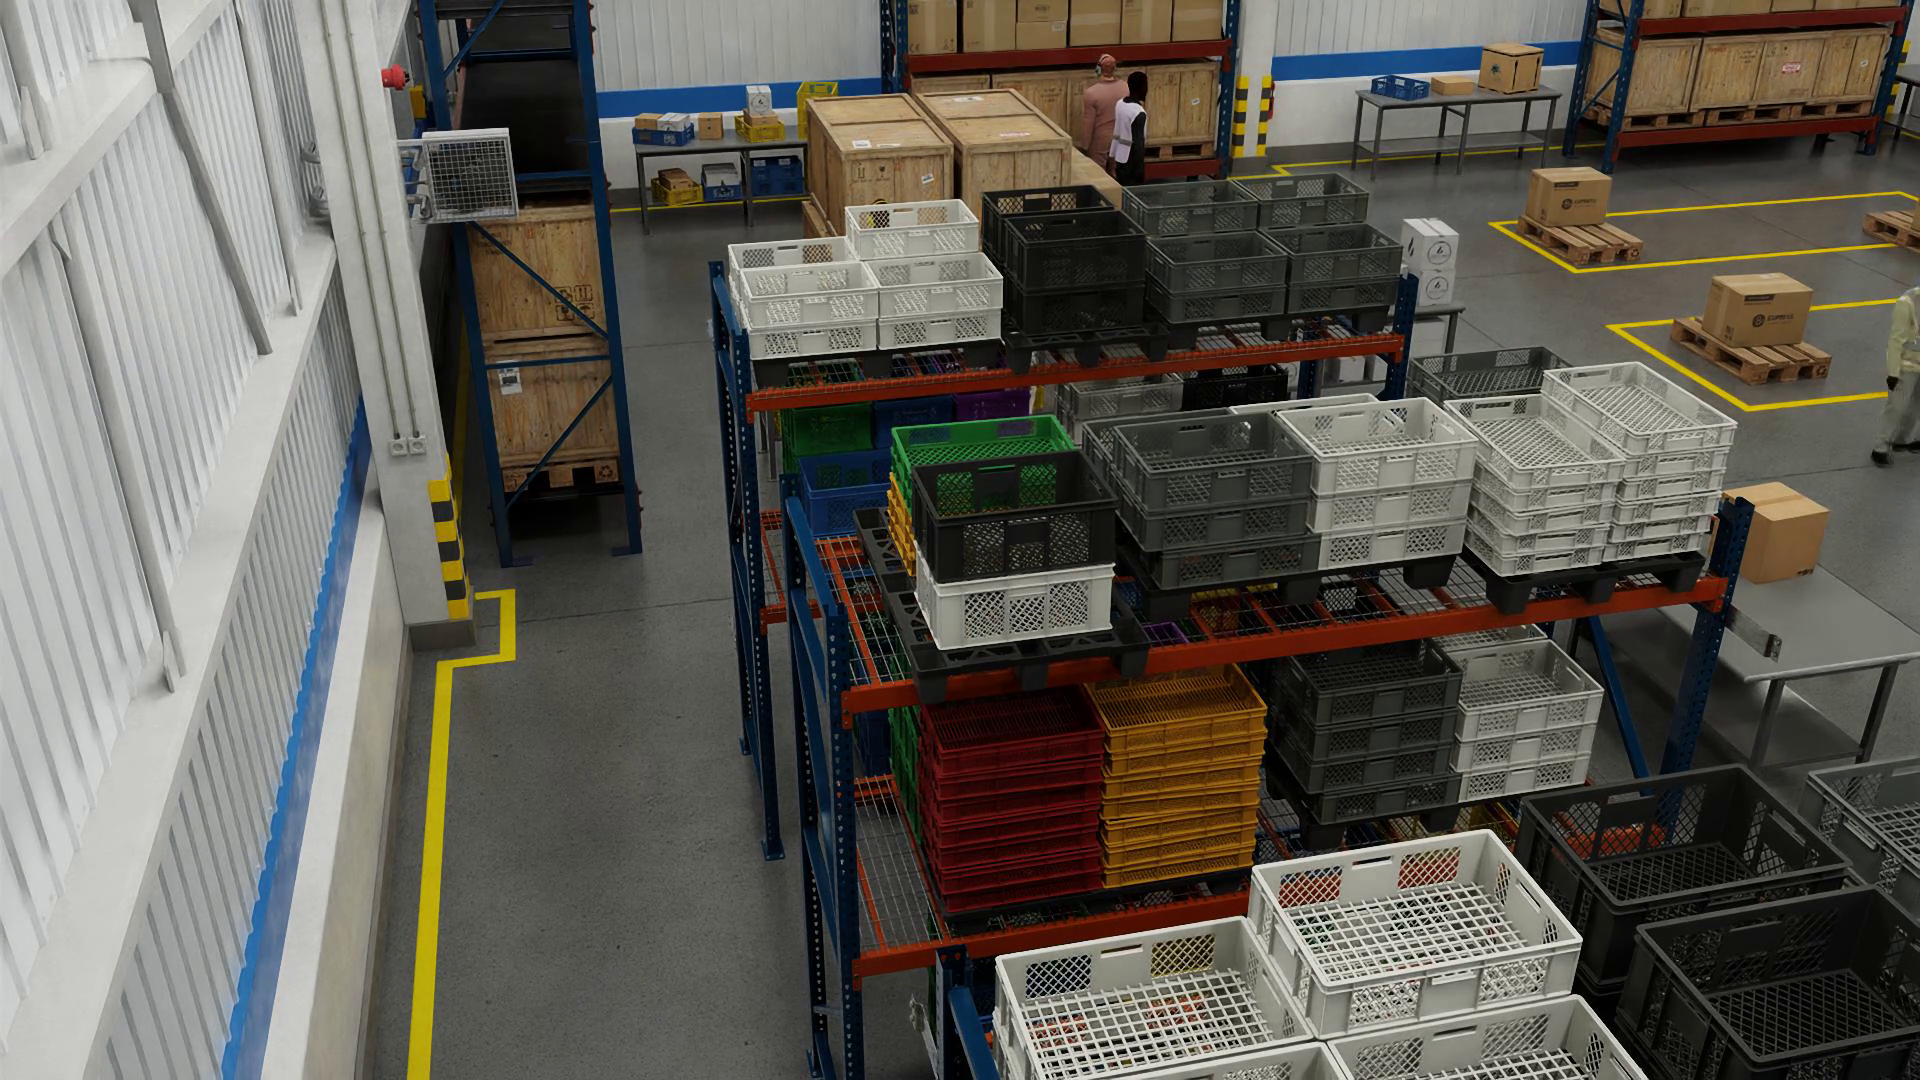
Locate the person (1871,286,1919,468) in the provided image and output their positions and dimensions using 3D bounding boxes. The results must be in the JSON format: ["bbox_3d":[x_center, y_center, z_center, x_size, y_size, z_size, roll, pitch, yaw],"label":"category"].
[{"bbox_3d":[7.575,-1.414,13.094,0.747,1.782,0.416,-11,30,-19],"label":"person"}]

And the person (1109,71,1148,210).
[{"bbox_3d":[1.833,-4.123,18.095,0.383,1.912,0.584,-9,29,-16],"label":"person"}]

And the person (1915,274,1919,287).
[{"bbox_3d":[8.359,-1.921,14.152,0.532,1.692,0.319,11,30,20],"label":"person"}]

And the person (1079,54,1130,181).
[{"bbox_3d":[1.626,-4.537,18.883,0.639,1.911,0.406,-15,31,-26],"label":"person"}]

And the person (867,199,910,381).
[{"bbox_3d":[-0.642,-1.942,13.998,0.523,1.870,0.317,-13,30,-23],"label":"person"}]

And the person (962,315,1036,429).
[{"bbox_3d":[0.276,-1.017,12.228,0.584,1.882,0.337,14,31,24],"label":"person"}]
